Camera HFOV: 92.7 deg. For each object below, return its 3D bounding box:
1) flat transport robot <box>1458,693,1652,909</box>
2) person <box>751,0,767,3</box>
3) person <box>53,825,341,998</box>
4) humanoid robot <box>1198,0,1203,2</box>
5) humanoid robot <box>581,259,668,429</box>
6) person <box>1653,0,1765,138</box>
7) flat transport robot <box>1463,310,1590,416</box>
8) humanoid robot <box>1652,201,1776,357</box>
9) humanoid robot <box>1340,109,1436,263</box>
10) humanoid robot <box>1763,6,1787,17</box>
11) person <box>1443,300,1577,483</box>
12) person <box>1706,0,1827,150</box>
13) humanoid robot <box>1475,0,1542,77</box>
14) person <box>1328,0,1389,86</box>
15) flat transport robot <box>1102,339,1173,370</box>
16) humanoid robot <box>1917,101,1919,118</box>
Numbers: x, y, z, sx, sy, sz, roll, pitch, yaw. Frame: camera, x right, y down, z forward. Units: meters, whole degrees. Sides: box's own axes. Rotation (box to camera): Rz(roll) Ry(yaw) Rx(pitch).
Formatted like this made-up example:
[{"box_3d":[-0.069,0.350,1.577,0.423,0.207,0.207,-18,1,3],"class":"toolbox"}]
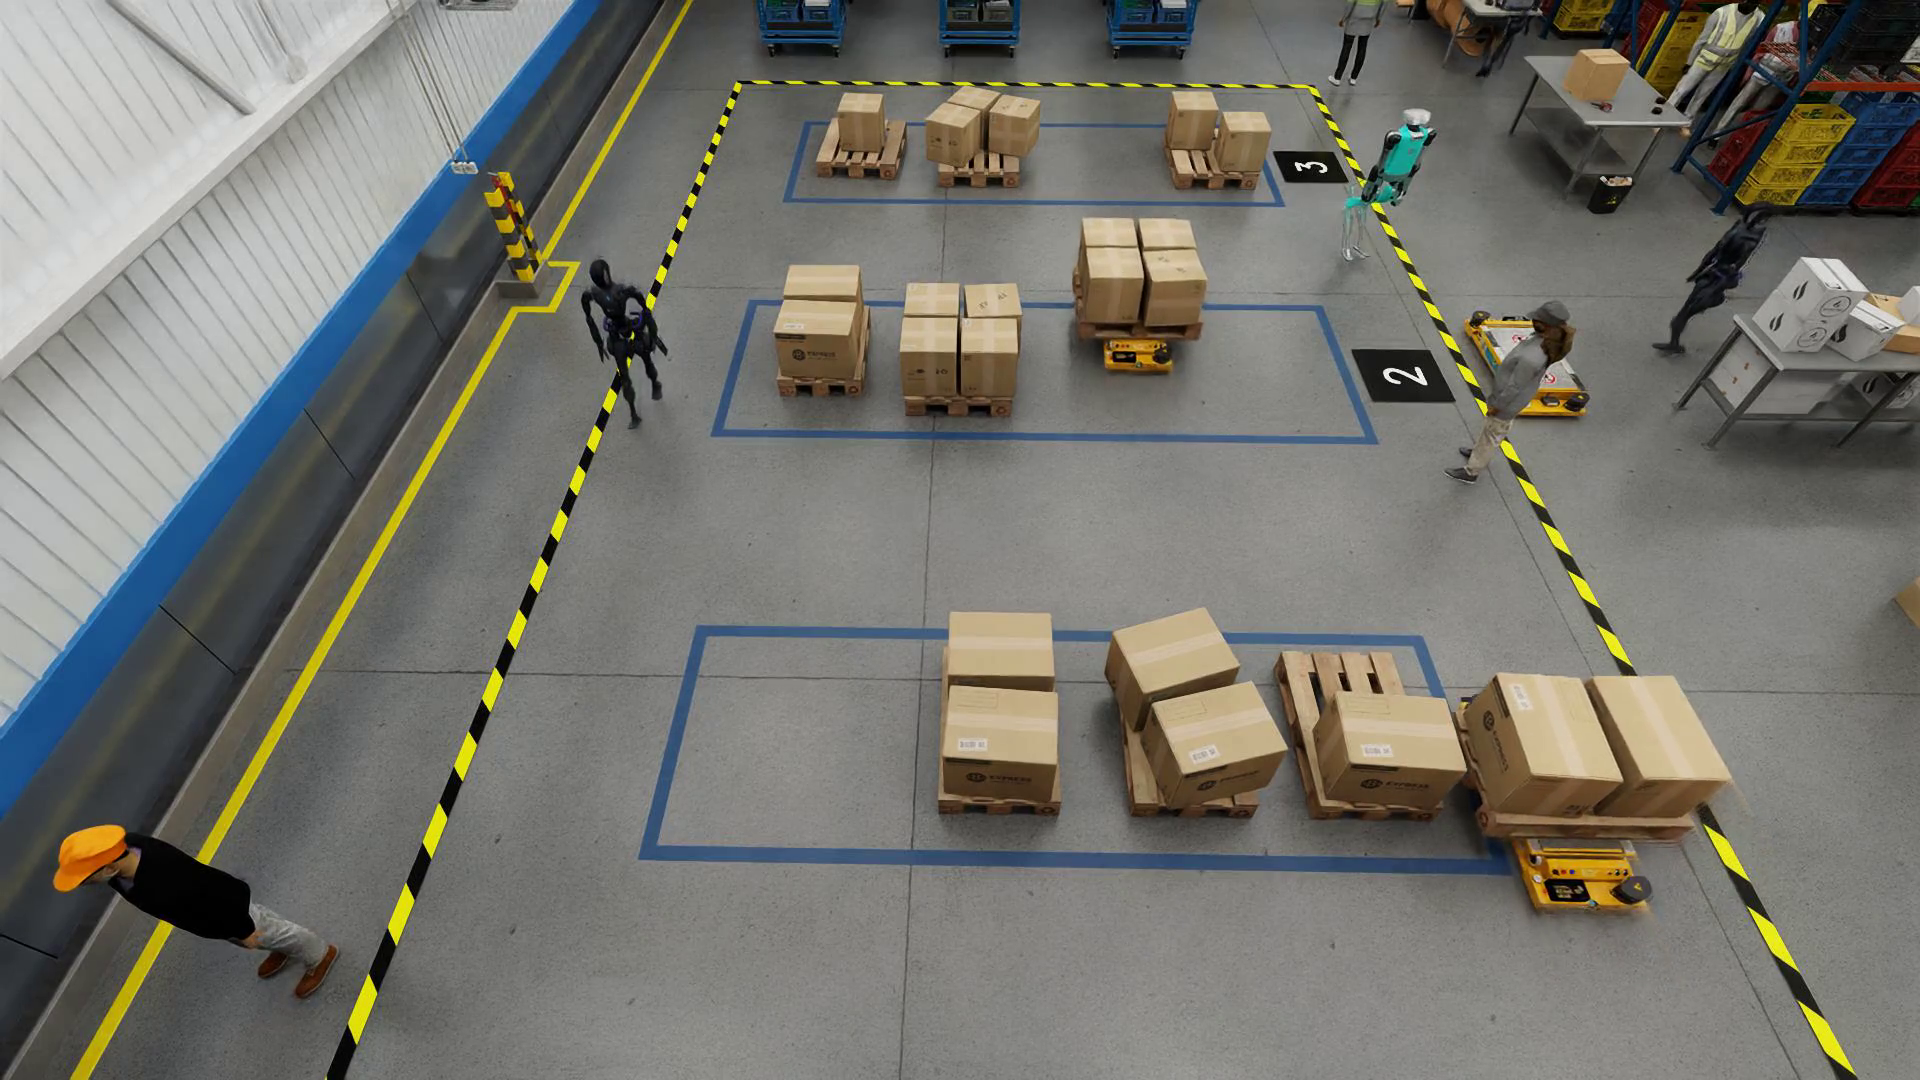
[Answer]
[{"box_3d":[3.894,1.680,6.061,0.652,0.197,1.431,1,49,1],"class":"flat transport robot"},{"box_3d":[-3.378,-9.879,14.962,0.611,1.963,0.361,8,50,7],"class":"person"},{"box_3d":[-3.920,1.945,4.781,0.588,1.883,0.383,19,52,16],"class":"person"},{"box_3d":[4.011,-9.866,15.136,0.385,1.641,0.601,-10,50,-8],"class":"humanoid robot"},{"box_3d":[-2.956,-1.778,8.166,0.613,1.622,0.756,-7,50,-6],"class":"humanoid robot"},{"box_3d":[9.693,-6.138,11.813,0.623,1.837,0.431,10,50,8],"class":"person"},{"box_3d":[5.573,-1.757,9.054,0.659,0.231,1.431,1,49,1],"class":"flat transport robot"},{"box_3d":[7.164,-2.473,8.740,0.340,1.642,0.587,11,50,9],"class":"humanoid robot"},{"box_3d":[4.456,-3.825,9.881,0.537,1.800,0.800,-11,50,-9],"class":"humanoid robot"},{"box_3d":[12.062,-7.975,13.481,0.854,1.798,0.542,-5,49,-4],"class":"humanoid robot"},{"box_3d":[4.567,-1.199,7.581,0.402,1.764,0.562,34,57,26],"class":"person"},{"box_3d":[10.193,-5.813,11.529,0.586,1.834,0.404,17,51,14],"class":"person"},{"box_3d":[7.849,-7.444,13.042,0.614,1.641,0.418,17,51,14],"class":"humanoid robot"},{"box_3d":[5.648,-7.380,12.874,0.598,1.850,0.385,-1,49,-1],"class":"person"},{"box_3d":[1.784,-2.289,9.496,0.652,0.197,1.431,1,49,1],"class":"flat transport robot"},{"box_3d":[12.456,-5.695,11.537,0.663,1.856,0.563,18,51,15],"class":"humanoid robot"}]
